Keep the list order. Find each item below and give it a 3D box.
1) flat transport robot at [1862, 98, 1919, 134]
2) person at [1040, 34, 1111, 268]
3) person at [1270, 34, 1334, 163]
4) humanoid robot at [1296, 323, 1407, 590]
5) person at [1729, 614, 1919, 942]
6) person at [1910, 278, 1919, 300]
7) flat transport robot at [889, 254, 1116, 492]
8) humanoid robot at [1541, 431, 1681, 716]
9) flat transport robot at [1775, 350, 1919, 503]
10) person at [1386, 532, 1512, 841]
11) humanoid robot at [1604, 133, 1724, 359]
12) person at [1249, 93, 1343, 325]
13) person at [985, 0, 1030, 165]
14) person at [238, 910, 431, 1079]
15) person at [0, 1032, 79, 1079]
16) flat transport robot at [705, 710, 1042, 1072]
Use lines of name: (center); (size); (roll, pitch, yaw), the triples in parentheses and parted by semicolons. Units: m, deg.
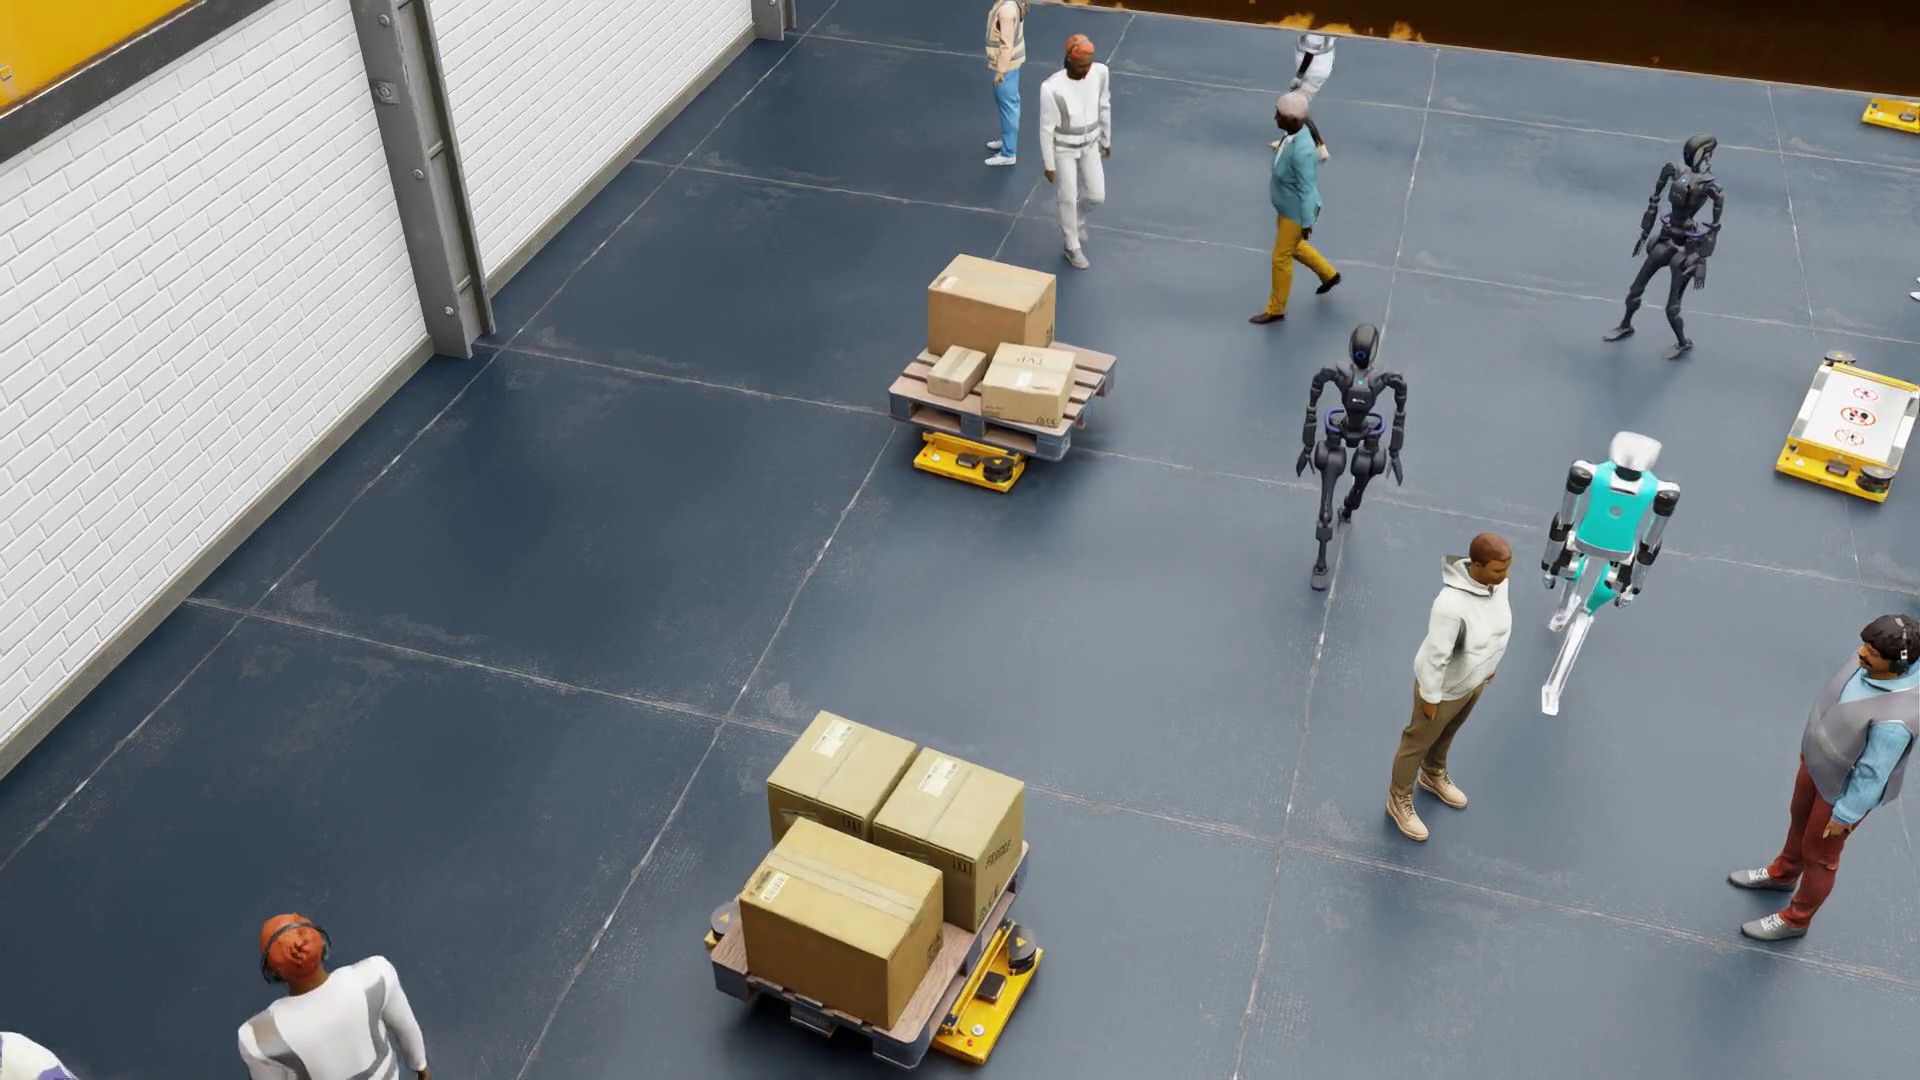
flat transport robot: (8.650, -4.026, 15.012); (0.659, 0.231, 1.431); (23, 44, 25)
person: (0.850, -2.887, 12.325); (0.631, 1.859, 0.494); (-17, 42, -20)
person: (2.913, -3.898, 13.740); (0.527, 1.666, 0.544); (10, 40, 12)
humanoid robot: (2.272, -0.550, 9.617); (0.610, 1.641, 0.780); (7, 39, 9)
person: (3.926, 1.060, 7.408); (0.415, 1.873, 0.534); (5, 39, 6)
person: (7.309, -2.477, 11.998); (0.314, 1.629, 0.506); (27, 46, 29)
flat transport robot: (0.295, -0.841, 11.051); (0.659, 0.231, 1.431); (16, 42, 19)
humanoid robot: (3.411, 0.000, 8.865); (0.530, 1.765, 1.004); (15, 41, 18)
flat transport robot: (5.889, -0.766, 10.957); (0.659, 0.231, 1.431); (22, 44, 25)
person: (2.350, 0.667, 7.979); (0.518, 1.768, 0.373); (-28, 46, -30)
humanoid robot: (4.944, -2.031, 11.416); (0.409, 1.640, 0.604); (-20, 43, -23)
person: (2.469, -2.343, 11.756); (0.692, 1.724, 0.567); (-4, 39, -4)
person: (0.391, -3.955, 13.759); (0.363, 1.730, 0.486); (4, 39, 5)
person: (-2.223, 2.083, 6.152); (0.582, 1.861, 0.742); (-26, 46, -29)
person: (-3.366, 2.276, 5.950); (0.590, 1.796, 0.925); (8, 39, 10)
flat transport robot: (-0.402, 1.864, 7.686); (1.431, 0.231, 0.659); (17, 42, 20)
